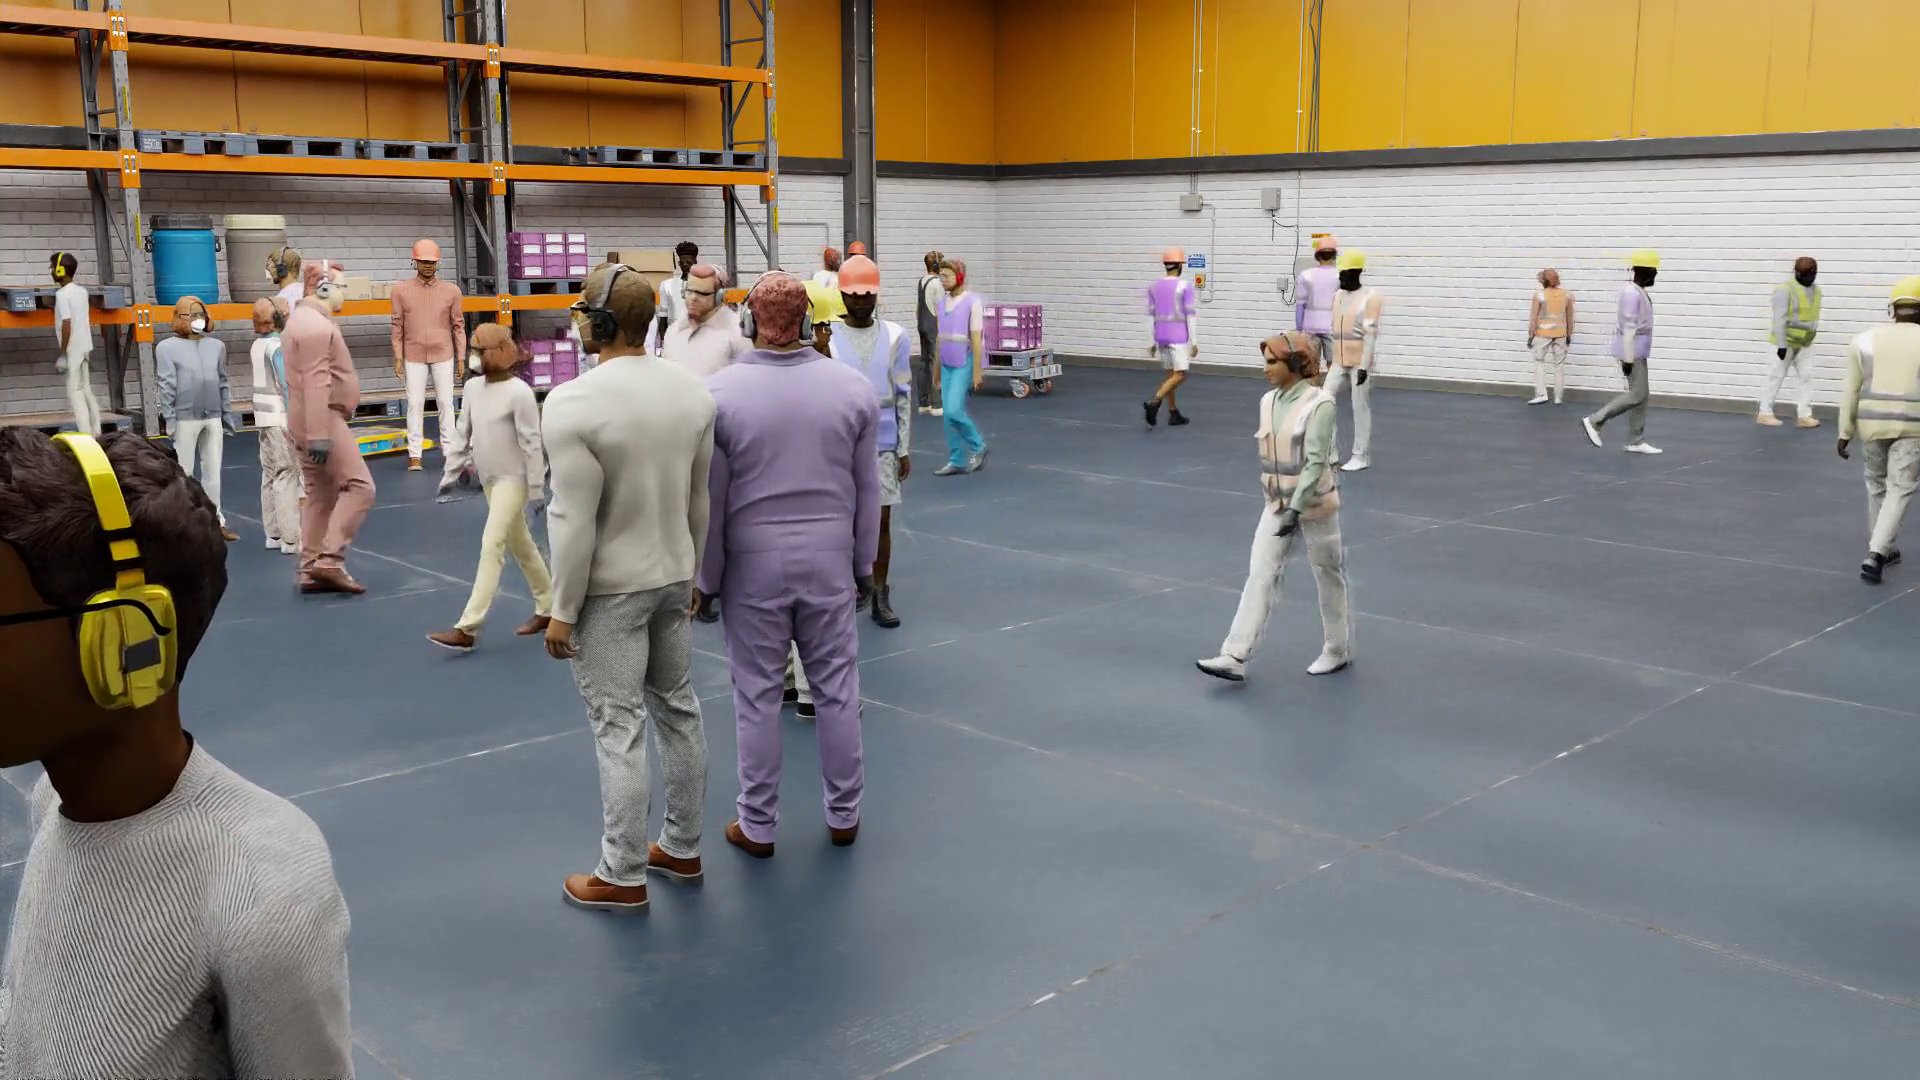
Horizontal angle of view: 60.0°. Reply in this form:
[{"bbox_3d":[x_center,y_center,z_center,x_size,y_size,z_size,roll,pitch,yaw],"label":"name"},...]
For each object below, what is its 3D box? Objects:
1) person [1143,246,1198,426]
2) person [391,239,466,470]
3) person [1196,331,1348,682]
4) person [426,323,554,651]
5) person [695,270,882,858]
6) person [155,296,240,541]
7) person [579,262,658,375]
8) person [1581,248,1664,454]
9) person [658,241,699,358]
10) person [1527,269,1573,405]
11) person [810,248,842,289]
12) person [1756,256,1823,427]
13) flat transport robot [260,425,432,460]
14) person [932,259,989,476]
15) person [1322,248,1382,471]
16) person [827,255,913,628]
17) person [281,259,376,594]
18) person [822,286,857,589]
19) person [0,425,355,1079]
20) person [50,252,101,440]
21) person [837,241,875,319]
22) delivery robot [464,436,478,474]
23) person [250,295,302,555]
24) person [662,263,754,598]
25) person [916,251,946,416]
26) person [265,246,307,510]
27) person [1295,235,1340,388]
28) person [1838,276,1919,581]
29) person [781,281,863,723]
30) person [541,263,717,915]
[{"bbox_3d":[2.190,-2.127,17.484,0.552,1.915,0.824,10,14,44],"label":"person"},{"bbox_3d":[-4.579,-1.587,14.364,0.617,1.990,0.399,-4,11,-19],"label":"person"},{"bbox_3d":[1.468,-0.136,7.500,0.869,1.583,0.505,-6,12,-32],"label":"person"},{"bbox_3d":[-2.309,-0.257,8.173,0.516,1.593,0.859,10,14,42],"label":"person"},{"bbox_3d":[-0.574,0.085,5.445,0.637,1.911,0.403,-3,11,-18],"label":"person"},{"bbox_3d":[-4.985,-0.776,10.888,0.284,1.633,0.497,6,12,29],"label":"person"},{"bbox_3d":[-2.459,-1.059,11.899,0.628,1.836,0.428,4,11,22],"label":"person"},{"bbox_3d":[6.221,-1.749,15.445,0.626,1.908,0.592,5,12,27],"label":"person"},{"bbox_3d":[-2.586,-1.868,15.930,0.603,1.967,0.366,0,10,-2],"label":"person"},{"bbox_3d":[7.050,-2.407,19.841,0.566,1.622,0.358,-1,10,-4],"label":"person"},{"bbox_3d":[-1.609,-2.580,20.102,0.374,1.865,0.674,-9,14,-40],"label":"person"},{"bbox_3d":[8.777,-2.068,17.481,0.647,1.797,0.804,-4,11,-19],"label":"person"},{"bbox_3d":[-5.562,-0.870,15.117,0.652,0.197,1.431,5,12,25],"label":"flat transport robot"},{"bbox_3d":[-0.025,-1.435,13.941,0.445,1.826,0.588,-7,13,-34],"label":"person"},{"bbox_3d":[3.289,-1.520,14.187,0.659,1.905,0.606,-7,12,-32],"label":"person"},{"bbox_3d":[-0.503,-0.487,8.533,0.545,1.926,0.397,-3,11,-17],"label":"person"},{"bbox_3d":[-3.557,-0.623,9.361,0.489,1.881,0.662,-5,12,-27],"label":"person"},{"bbox_3d":[-0.723,-0.524,9.244,0.768,1.739,0.529,-9,13,-39],"label":"person"},{"bbox_3d":[-0.711,0.821,1.533,0.518,1.870,0.323,9,14,41],"label":"person"},{"bbox_3d":[-8.274,-1.742,15.513,0.318,1.871,0.525,-1,10,-6],"label":"person"},{"bbox_3d":[-1.423,-3.141,22.953,0.553,1.935,0.361,3,11,14],"label":"person"},{"bbox_3d":[-3.747,-0.758,13.474,0.477,0.478,0.707,5,12,27],"label":"delivery robot"},{"bbox_3d":[-4.321,-0.724,10.576,0.307,1.645,0.513,-9,14,-42],"label":"person"},{"bbox_3d":[-1.423,-0.548,8.986,0.801,1.861,0.815,8,13,38],"label":"person"},{"bbox_3d":[-0.302,-2.325,18.754,0.350,1.847,0.506,-7,12,-32],"label":"person"},{"bbox_3d":[-4.914,-1.187,12.293,0.371,1.941,0.627,-1,10,-7],"label":"person"},{"bbox_3d":[3.995,-2.333,18.311,0.610,2.027,0.602,2,11,8],"label":"person"},{"bbox_3d":[5.542,-0.657,9.850,0.624,1.798,0.880,10,14,42],"label":"person"},{"bbox_3d":[-0.644,-0.158,6.971,0.403,1.835,0.586,-6,12,-28],"label":"person"},{"bbox_3d":[-0.994,0.152,4.993,0.372,1.940,0.631,7,12,33],"label":"person"}]
